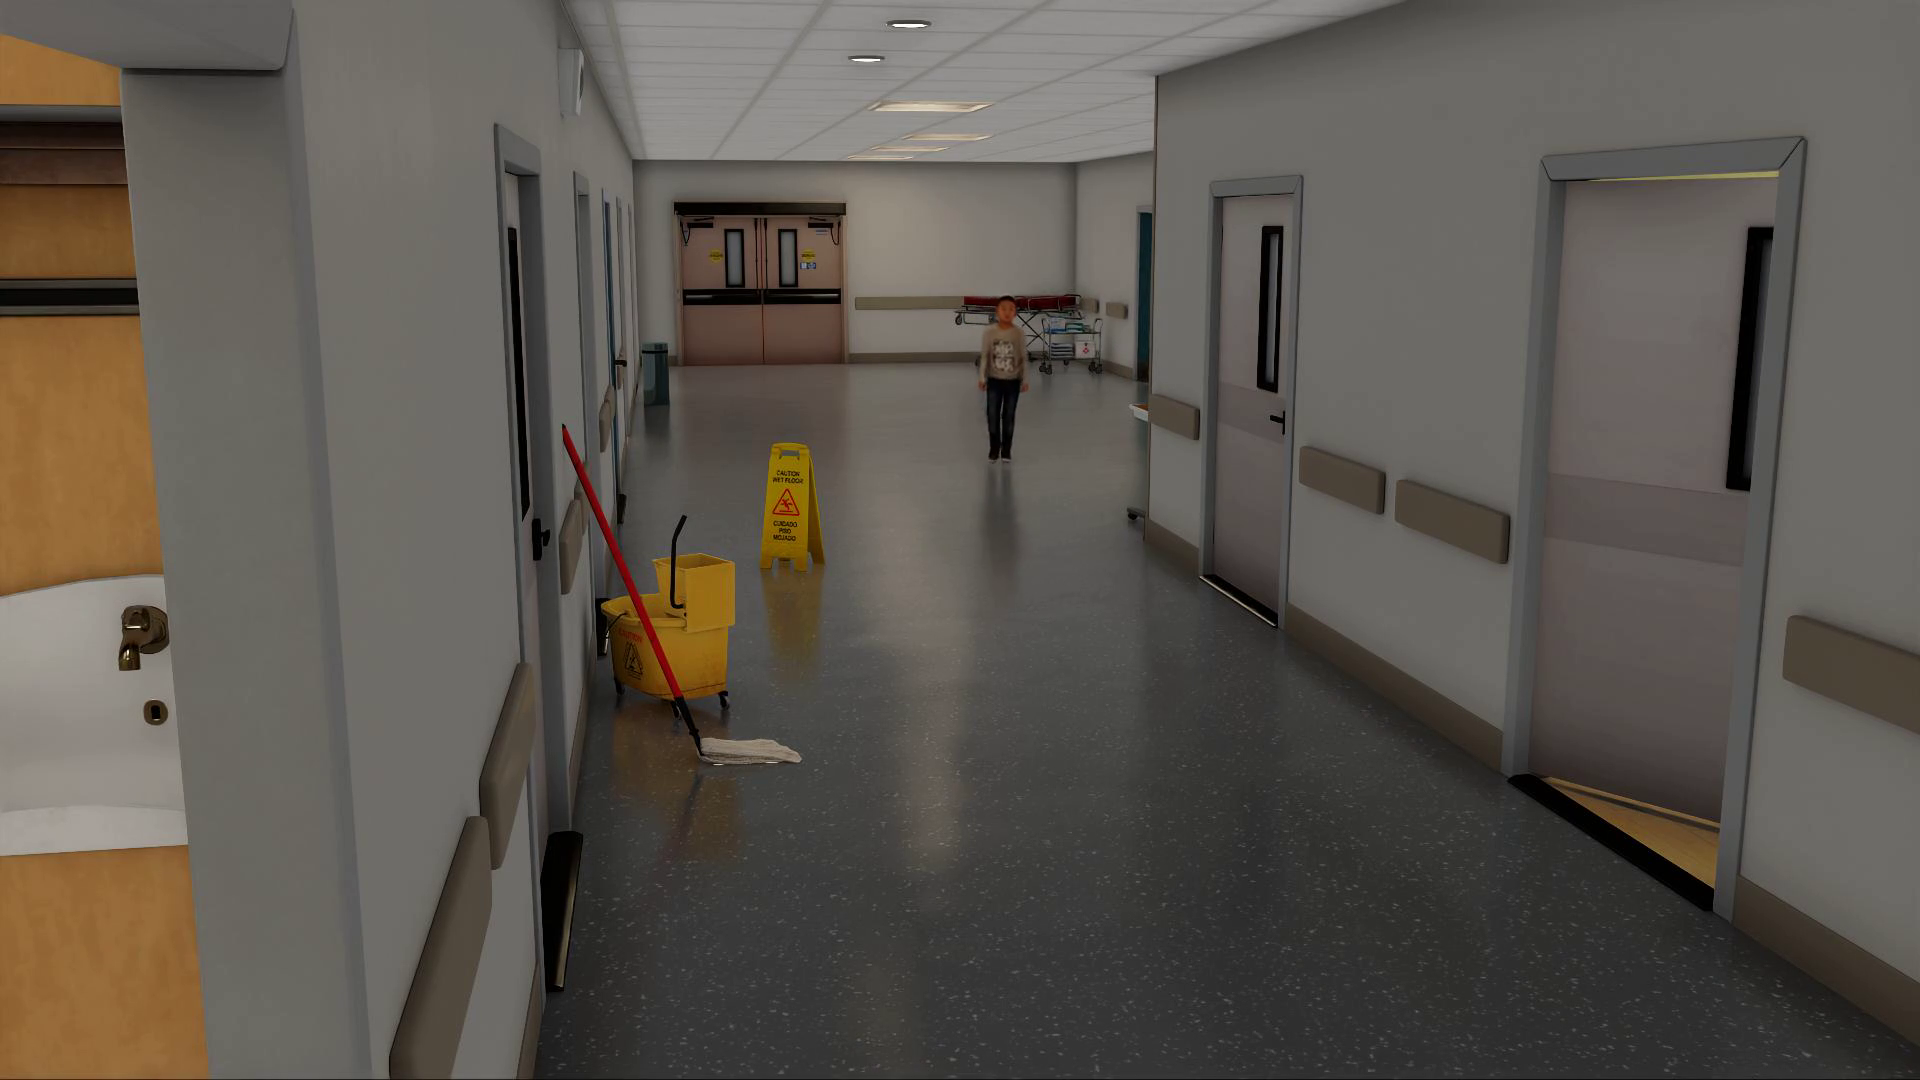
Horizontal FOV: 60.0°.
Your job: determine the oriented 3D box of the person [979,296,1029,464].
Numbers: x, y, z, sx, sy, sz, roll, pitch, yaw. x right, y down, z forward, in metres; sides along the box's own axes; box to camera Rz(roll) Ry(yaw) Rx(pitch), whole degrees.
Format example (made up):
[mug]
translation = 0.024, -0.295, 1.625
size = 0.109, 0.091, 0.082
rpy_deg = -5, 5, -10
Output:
[person]
translation = 0.378, -1.405, 14.581
size = 0.616, 1.454, 0.612
rpy_deg = 0, 11, -2
